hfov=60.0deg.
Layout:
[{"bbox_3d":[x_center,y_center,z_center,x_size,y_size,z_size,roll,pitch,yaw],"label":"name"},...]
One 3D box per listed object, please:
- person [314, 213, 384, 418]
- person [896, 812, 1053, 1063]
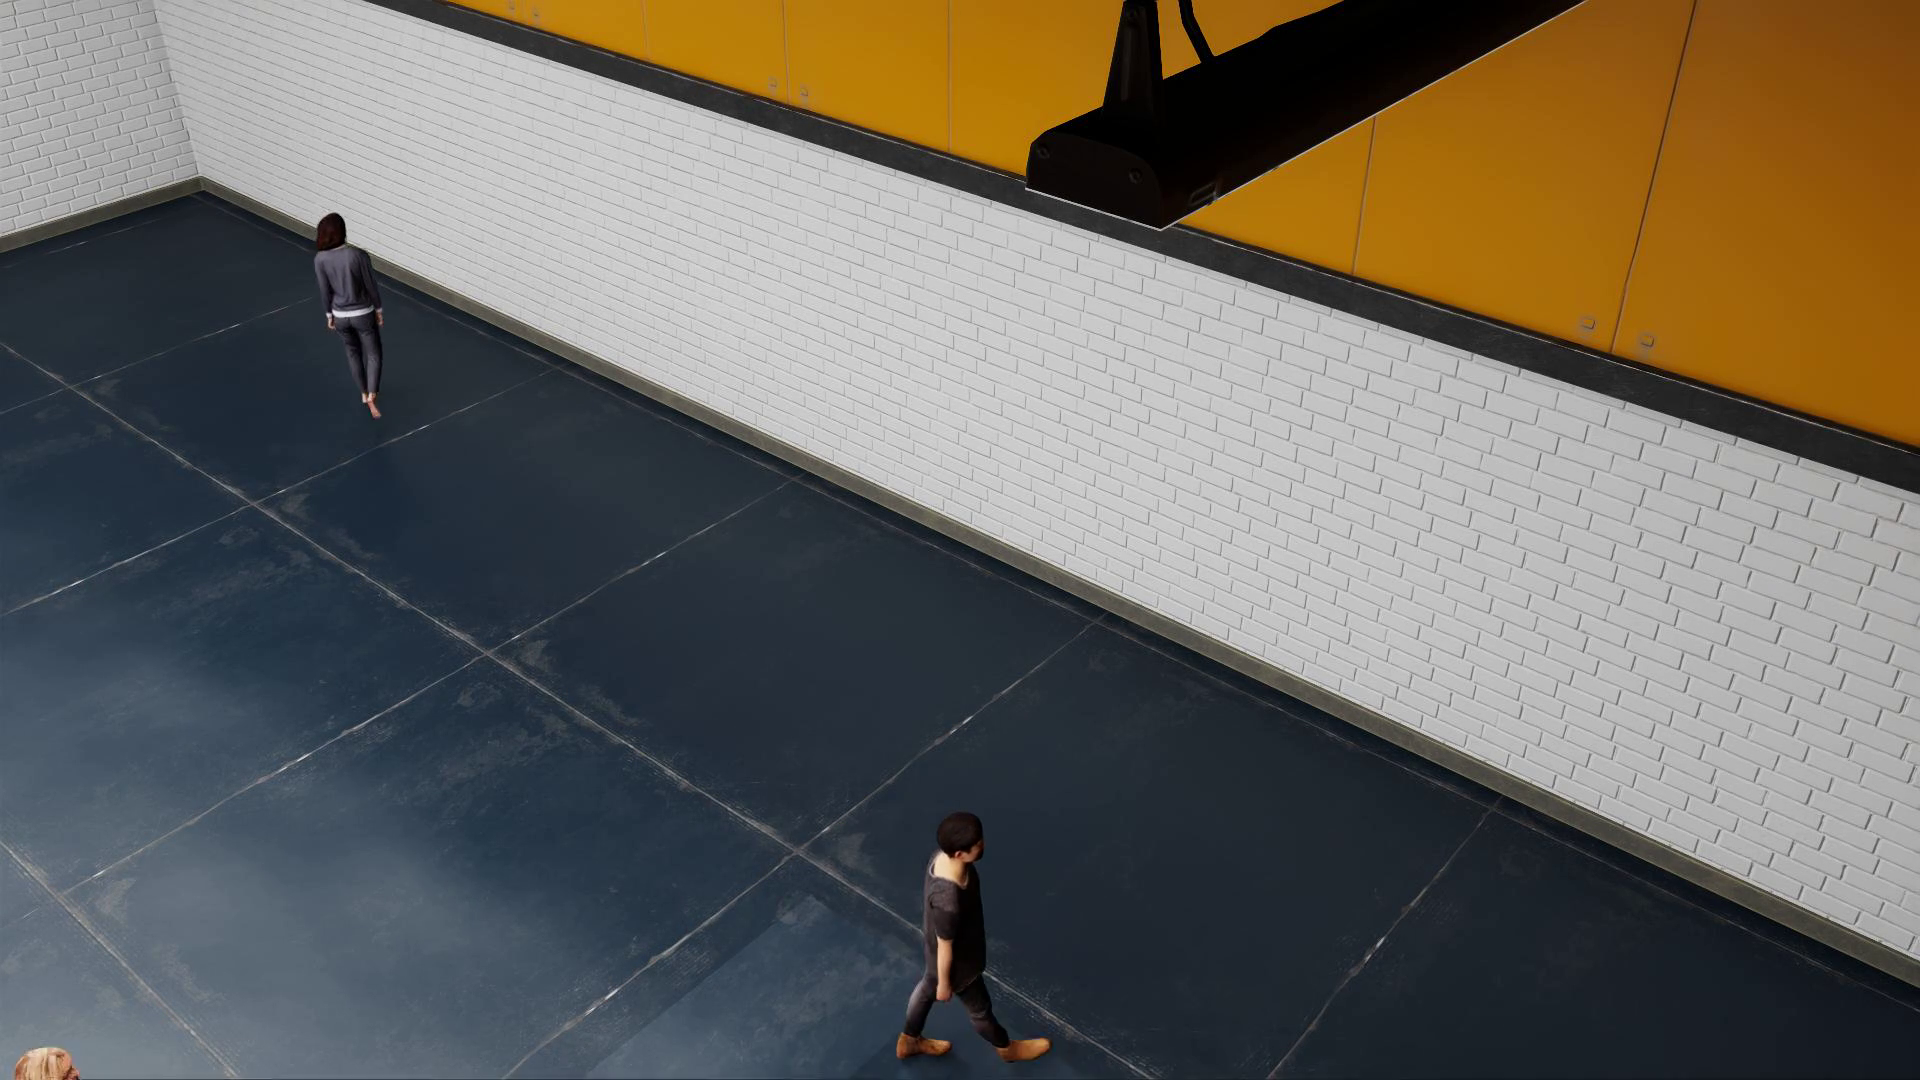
[{"bbox_3d":[-5.052,-1.838,13.840,1.006,1.749,1.037,-5,34,-8],"label":"person"},{"bbox_3d":[-0.106,1.995,8.141,1.101,1.674,1.054,-2,34,-4],"label":"person"}]
